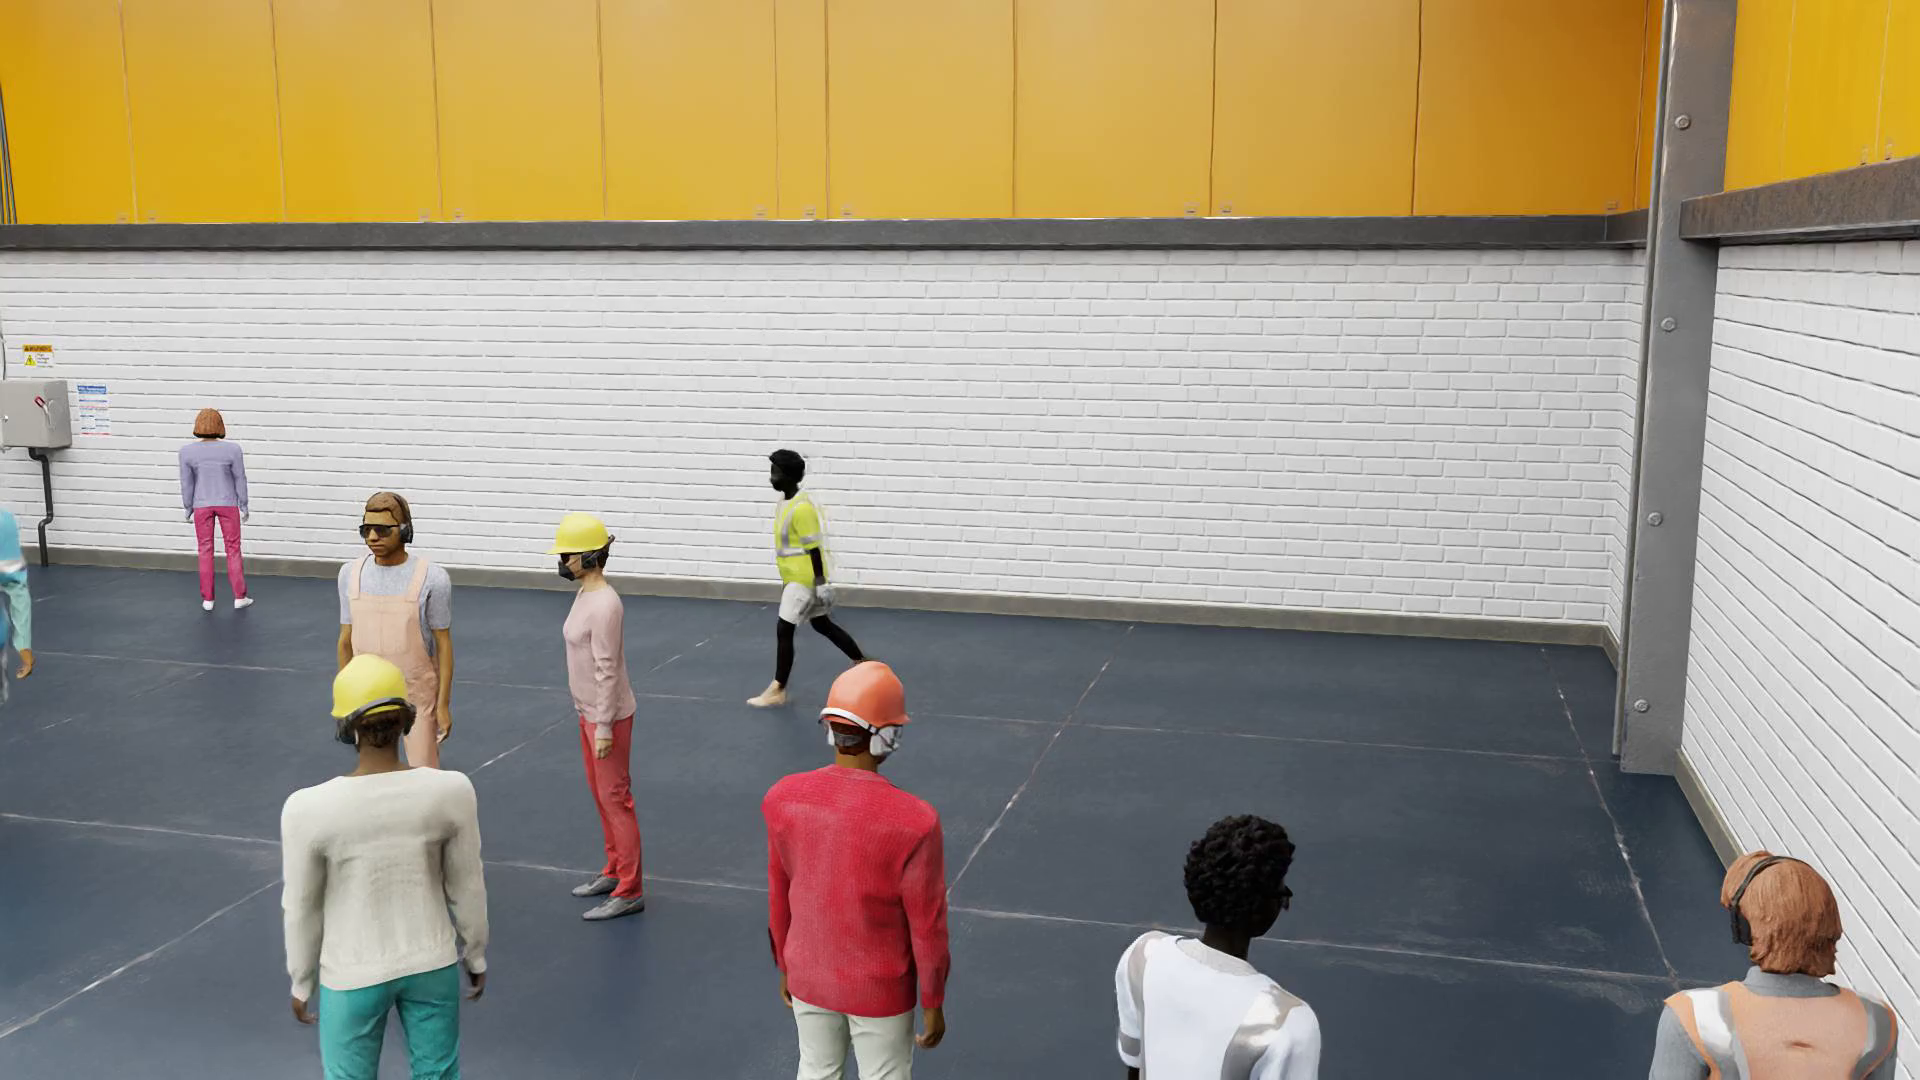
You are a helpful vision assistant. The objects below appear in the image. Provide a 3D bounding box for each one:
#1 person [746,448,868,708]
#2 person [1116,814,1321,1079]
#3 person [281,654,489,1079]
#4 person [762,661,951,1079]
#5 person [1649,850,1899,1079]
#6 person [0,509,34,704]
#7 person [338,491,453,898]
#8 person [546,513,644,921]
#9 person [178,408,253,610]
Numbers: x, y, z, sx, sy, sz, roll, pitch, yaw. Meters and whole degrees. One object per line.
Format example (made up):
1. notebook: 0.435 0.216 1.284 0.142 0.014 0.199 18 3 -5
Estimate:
1. person: -0.915 0.231 10.577 0.871 1.654 0.548 -3 10 -17
2. person: 0.542 1.405 3.541 0.320 1.683 0.541 -8 13 -39
3. person: -1.585 1.186 4.634 0.540 1.755 0.368 -6 12 -33
4. person: -0.273 1.194 4.626 0.568 1.741 0.354 5 11 28
5. person: 1.655 1.448 3.456 0.524 1.632 0.317 -1 10 -5
6. person: -4.852 0.488 8.075 0.616 1.984 1.051 -7 12 -36
7. person: -2.446 0.702 7.214 0.506 1.847 0.343 0 10 3
8. person: -1.576 0.755 7.173 0.342 1.761 0.528 -4 10 -23
9. person: -6.004 -0.248 13.426 0.498 1.634 0.278 -2 10 -14
